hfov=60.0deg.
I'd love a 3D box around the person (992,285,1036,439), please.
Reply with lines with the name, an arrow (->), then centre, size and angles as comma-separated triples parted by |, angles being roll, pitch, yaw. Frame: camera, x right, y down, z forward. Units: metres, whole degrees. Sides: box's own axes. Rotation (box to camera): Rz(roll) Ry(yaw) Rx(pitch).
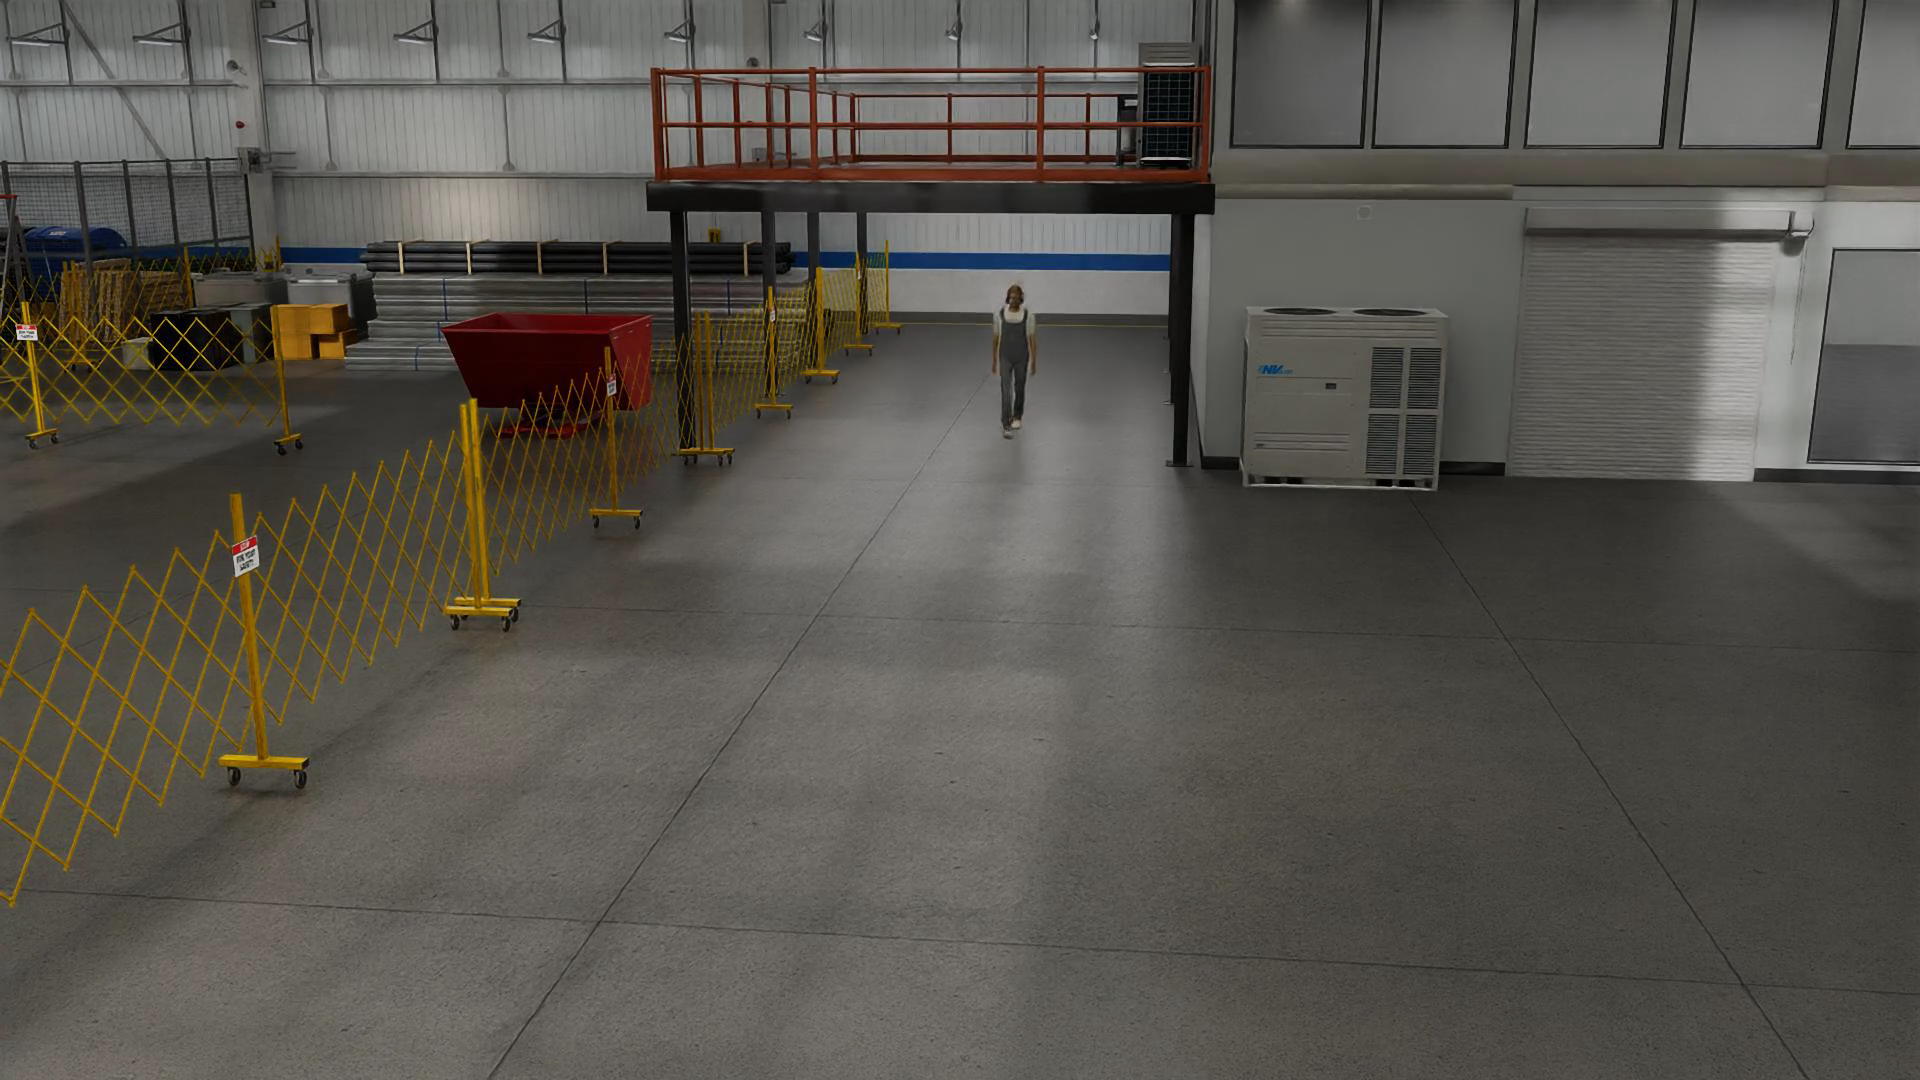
person -> 0.646, -2.155, 19.883 | 0.518, 1.798, 0.969 | 0, 14, 1
